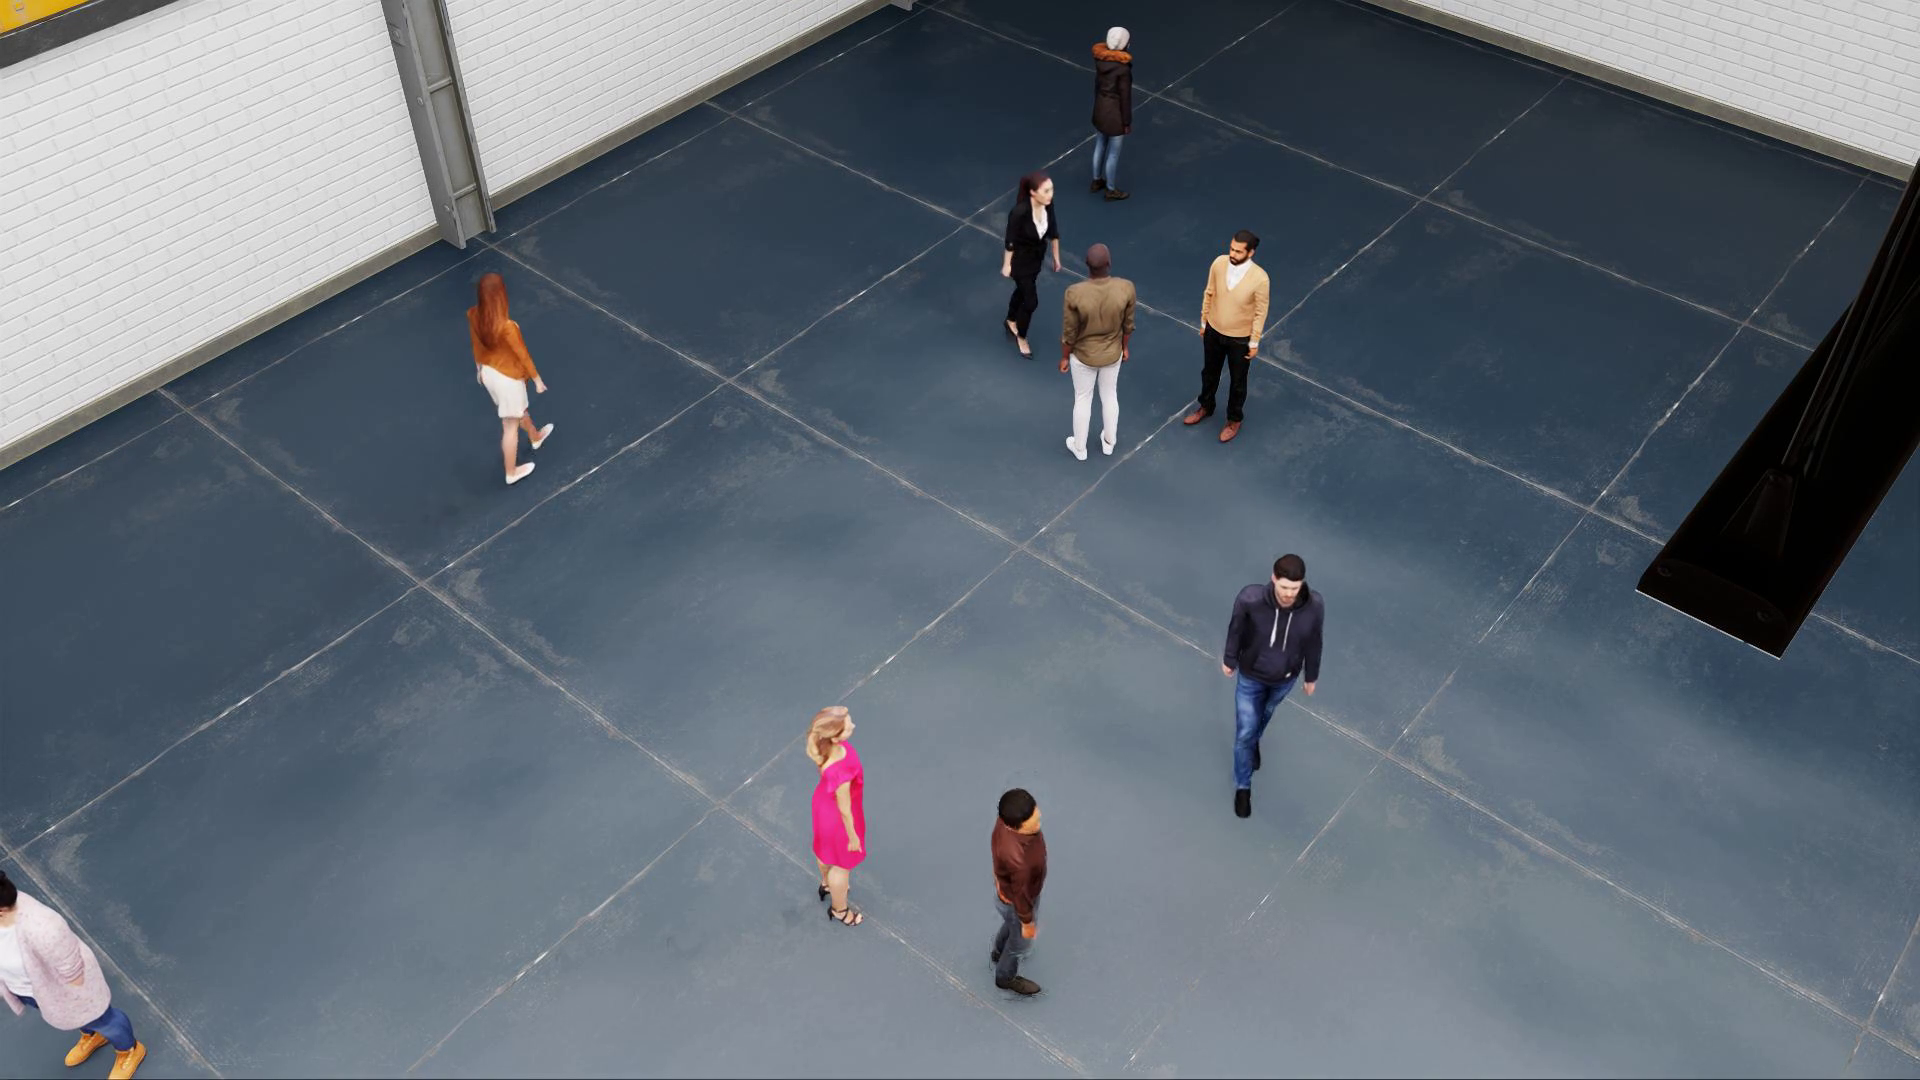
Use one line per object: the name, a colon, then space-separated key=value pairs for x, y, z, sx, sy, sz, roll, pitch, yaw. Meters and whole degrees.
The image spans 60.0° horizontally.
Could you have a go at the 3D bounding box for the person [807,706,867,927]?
person: x=-0.688 y=1.507 z=9.166 sx=0.686 sy=1.728 sz=0.663 roll=-14 pitch=45 yaw=-14

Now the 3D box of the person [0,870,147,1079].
person: x=-4.593 y=2.188 z=8.442 sx=0.741 sy=1.741 sz=0.691 roll=20 pitch=47 yaw=20

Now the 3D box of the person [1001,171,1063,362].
person: x=0.462 y=-2.237 z=13.162 sx=0.628 sy=1.637 sz=0.667 roll=-33 pitch=53 yaw=-30

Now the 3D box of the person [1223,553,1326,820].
person: x=1.834 y=0.693 z=9.919 sx=1.032 sy=1.868 sz=1.119 roll=0 pitch=44 yaw=0

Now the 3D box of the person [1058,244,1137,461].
person: x=0.995 y=-1.350 z=12.096 sx=0.770 sy=1.824 sz=0.861 roll=-8 pitch=44 yaw=-8

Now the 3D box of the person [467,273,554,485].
person: x=-3.325 y=-1.113 z=11.938 sx=0.662 sy=1.697 sz=0.877 roll=26 pitch=49 yaw=25

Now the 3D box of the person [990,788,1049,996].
person: x=0.300 y=1.835 z=8.796 sx=0.812 sy=1.763 sz=0.729 roll=-7 pitch=44 yaw=-7

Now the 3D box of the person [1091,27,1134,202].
person: x=1.352 y=-3.804 z=14.809 sx=0.698 sy=1.633 sz=0.700 roll=-24 pitch=48 yaw=-23

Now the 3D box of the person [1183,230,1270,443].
person: x=2.011 y=-1.543 z=12.348 sx=0.662 sy=1.754 sz=0.575 roll=28 pitch=50 yaw=26
